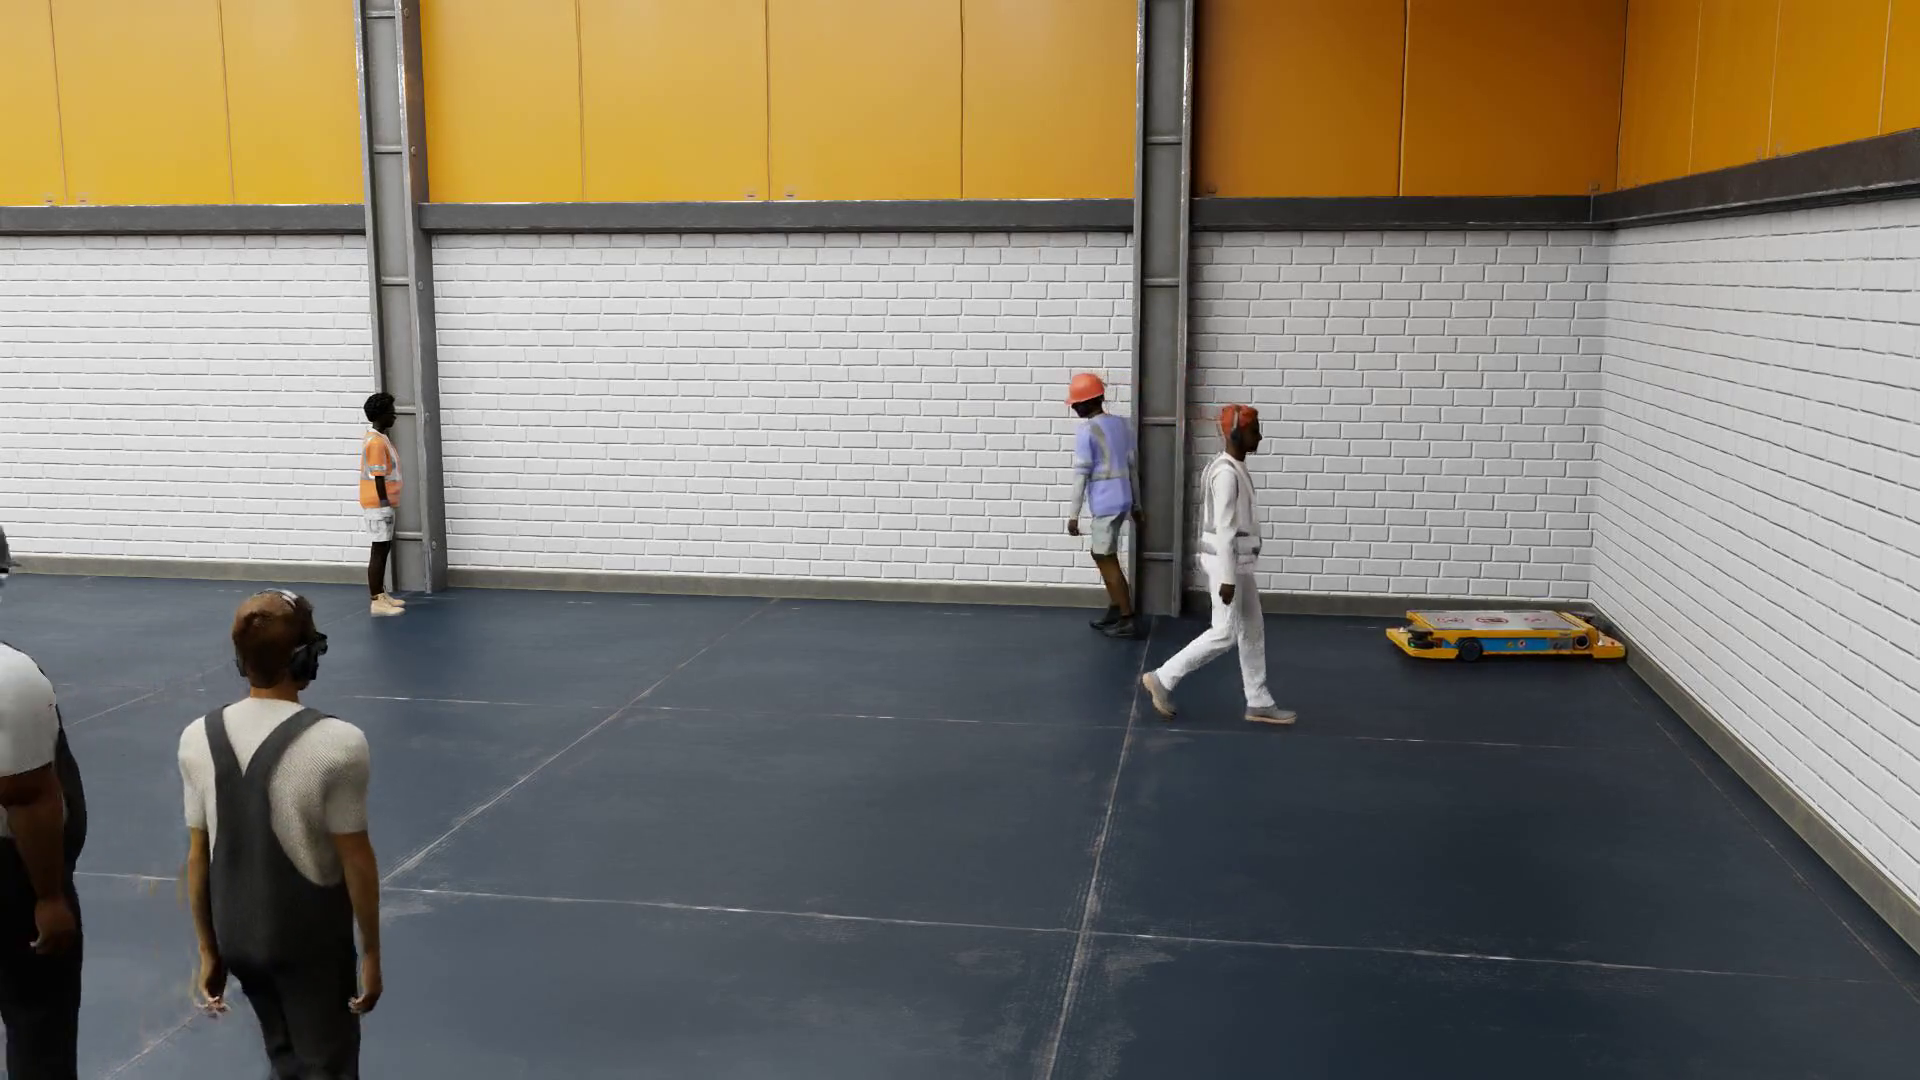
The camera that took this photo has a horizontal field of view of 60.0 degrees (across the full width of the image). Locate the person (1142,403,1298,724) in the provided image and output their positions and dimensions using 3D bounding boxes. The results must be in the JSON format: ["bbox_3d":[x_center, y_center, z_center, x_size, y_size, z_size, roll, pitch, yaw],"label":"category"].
[{"bbox_3d":[1.511,0.145,9.522,0.831,1.860,0.594,3,10,16],"label":"person"}]

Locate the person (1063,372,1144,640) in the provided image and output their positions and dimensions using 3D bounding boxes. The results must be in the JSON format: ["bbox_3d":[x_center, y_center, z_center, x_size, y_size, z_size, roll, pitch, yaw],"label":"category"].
[{"bbox_3d":[1.030,-0.236,11.751,0.621,1.889,0.559,6,11,34],"label":"person"}]

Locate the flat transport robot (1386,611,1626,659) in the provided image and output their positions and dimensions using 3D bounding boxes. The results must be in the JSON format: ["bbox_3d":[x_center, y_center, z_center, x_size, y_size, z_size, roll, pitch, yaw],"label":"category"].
[{"bbox_3d":[3.706,0.639,11.353,1.431,0.197,0.652,0,9,-1],"label":"flat transport robot"}]

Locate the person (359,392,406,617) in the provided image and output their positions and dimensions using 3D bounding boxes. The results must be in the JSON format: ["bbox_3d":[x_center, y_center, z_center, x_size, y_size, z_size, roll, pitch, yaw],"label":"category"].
[{"bbox_3d":[-4.379,-0.272,12.603,0.318,1.694,0.534,-3,10,-16],"label":"person"}]

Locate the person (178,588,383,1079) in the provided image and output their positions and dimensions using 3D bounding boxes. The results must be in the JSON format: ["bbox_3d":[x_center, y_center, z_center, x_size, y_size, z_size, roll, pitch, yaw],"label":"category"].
[{"bbox_3d":[-1.722,1.037,4.156,0.504,1.824,0.735,2,9,13],"label":"person"}]
